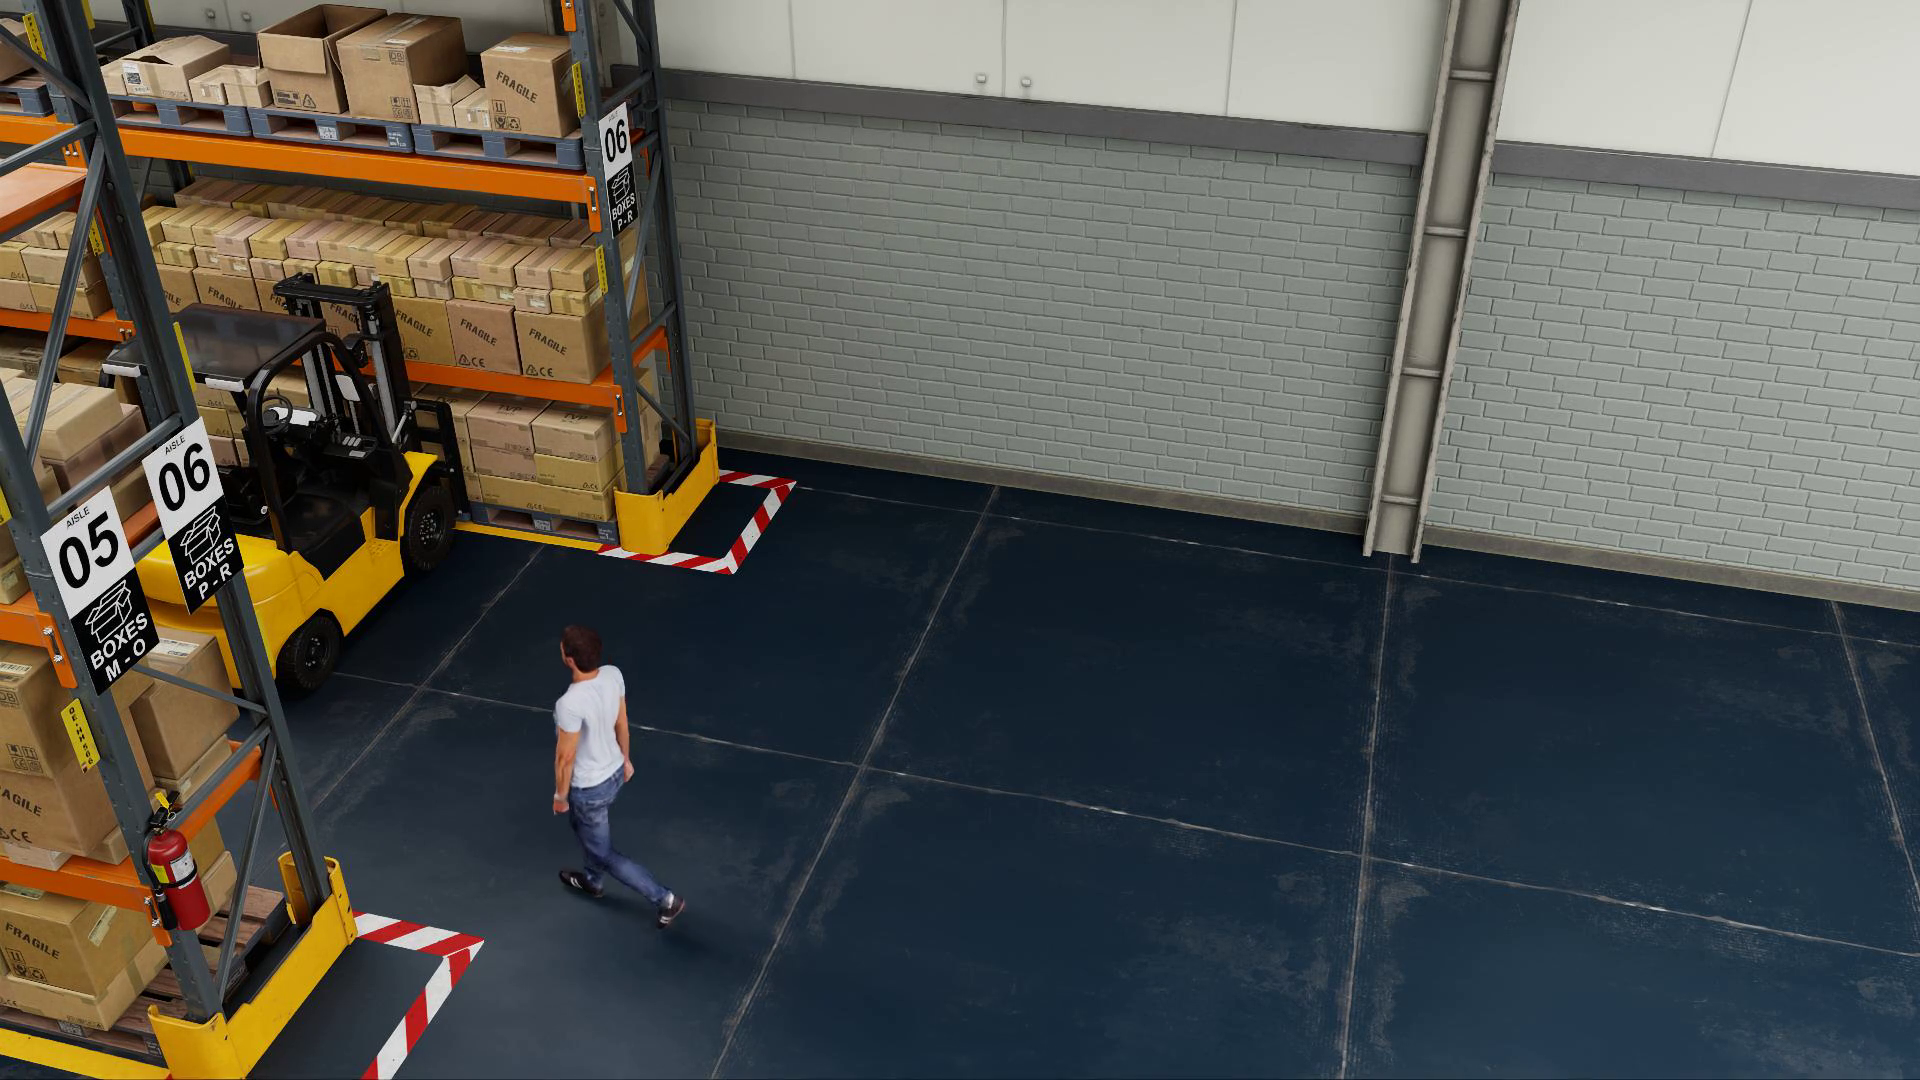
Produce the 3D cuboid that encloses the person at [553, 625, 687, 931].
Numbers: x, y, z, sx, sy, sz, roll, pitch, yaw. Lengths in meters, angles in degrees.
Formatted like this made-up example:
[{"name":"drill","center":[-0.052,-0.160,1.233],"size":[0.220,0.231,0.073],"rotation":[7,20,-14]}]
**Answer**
[{"name":"person","center":[-1.816,1.268,8.598],"size":[1.133,1.843,0.717],"rotation":[13,35,18]}]
